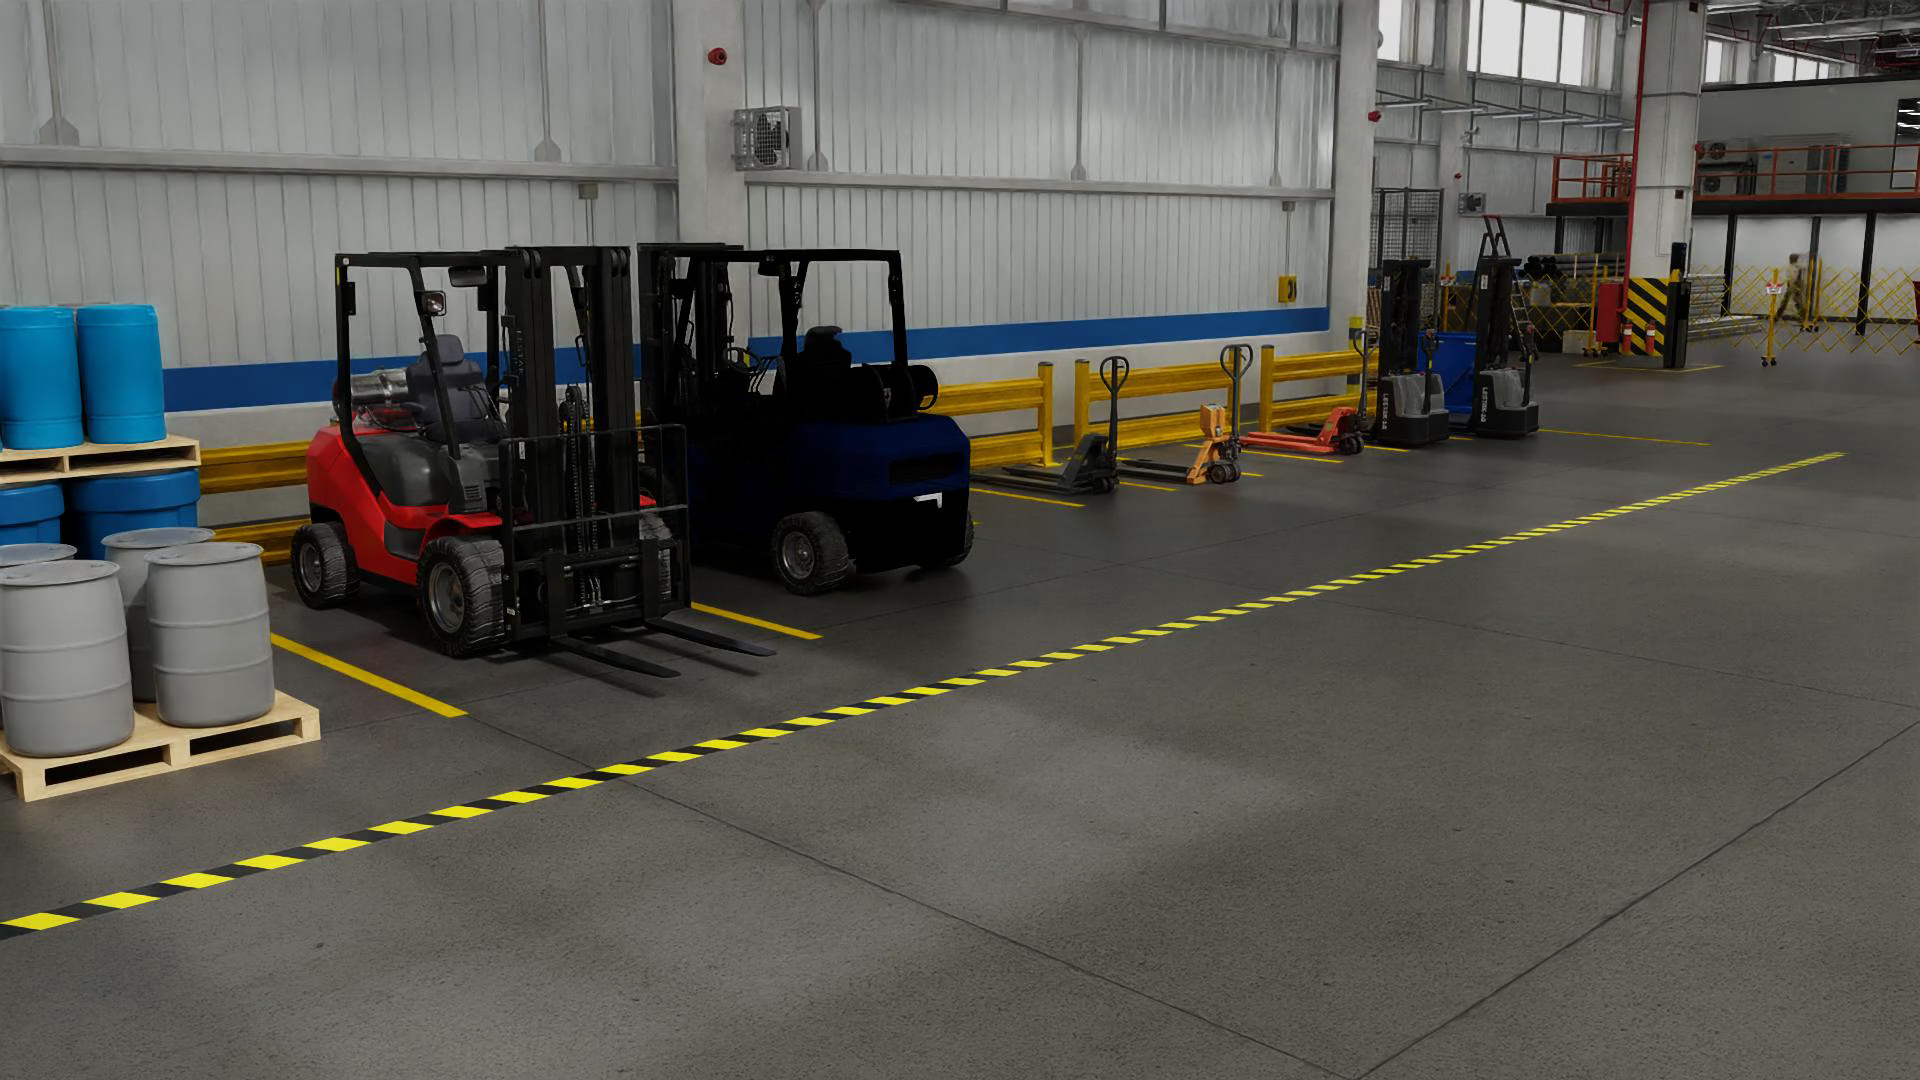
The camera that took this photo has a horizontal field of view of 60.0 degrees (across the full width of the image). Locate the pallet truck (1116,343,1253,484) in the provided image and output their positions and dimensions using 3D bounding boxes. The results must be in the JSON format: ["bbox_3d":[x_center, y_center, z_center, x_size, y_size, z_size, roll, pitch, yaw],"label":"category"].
[{"bbox_3d":[1.962,-1.215,15.415,1.522,1.261,0.704,10,14,43],"label":"pallet truck"}]

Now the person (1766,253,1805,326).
[{"bbox_3d":[20.544,-6.184,41.138,0.534,1.789,0.961,-7,13,-34],"label":"person"}]

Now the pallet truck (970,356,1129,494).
[{"bbox_3d":[0.784,-1.085,14.876,0.680,1.201,1.601,-10,14,-44],"label":"pallet truck"}]

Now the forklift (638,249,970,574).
[{"bbox_3d":[-1.173,-0.958,11.239,2.680,1.987,1.157,10,14,43],"label":"forklift"}]

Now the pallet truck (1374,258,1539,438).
[{"bbox_3d":[5.704,-2.208,18.901,1.885,1.965,0.823,10,14,43],"label":"pallet truck"}]

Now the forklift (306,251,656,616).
[{"bbox_3d":[-2.833,-0.669,9.694,1.157,1.987,2.680,-10,14,-44],"label":"forklift"}]

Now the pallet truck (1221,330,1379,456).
[{"bbox_3d":[3.563,-1.581,17.381,0.653,1.274,1.630,-10,14,-44],"label":"pallet truck"}]

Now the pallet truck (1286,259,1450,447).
[{"bbox_3d":[4.493,-2.078,18.196,0.823,1.965,1.885,-9,14,-40],"label":"pallet truck"}]
